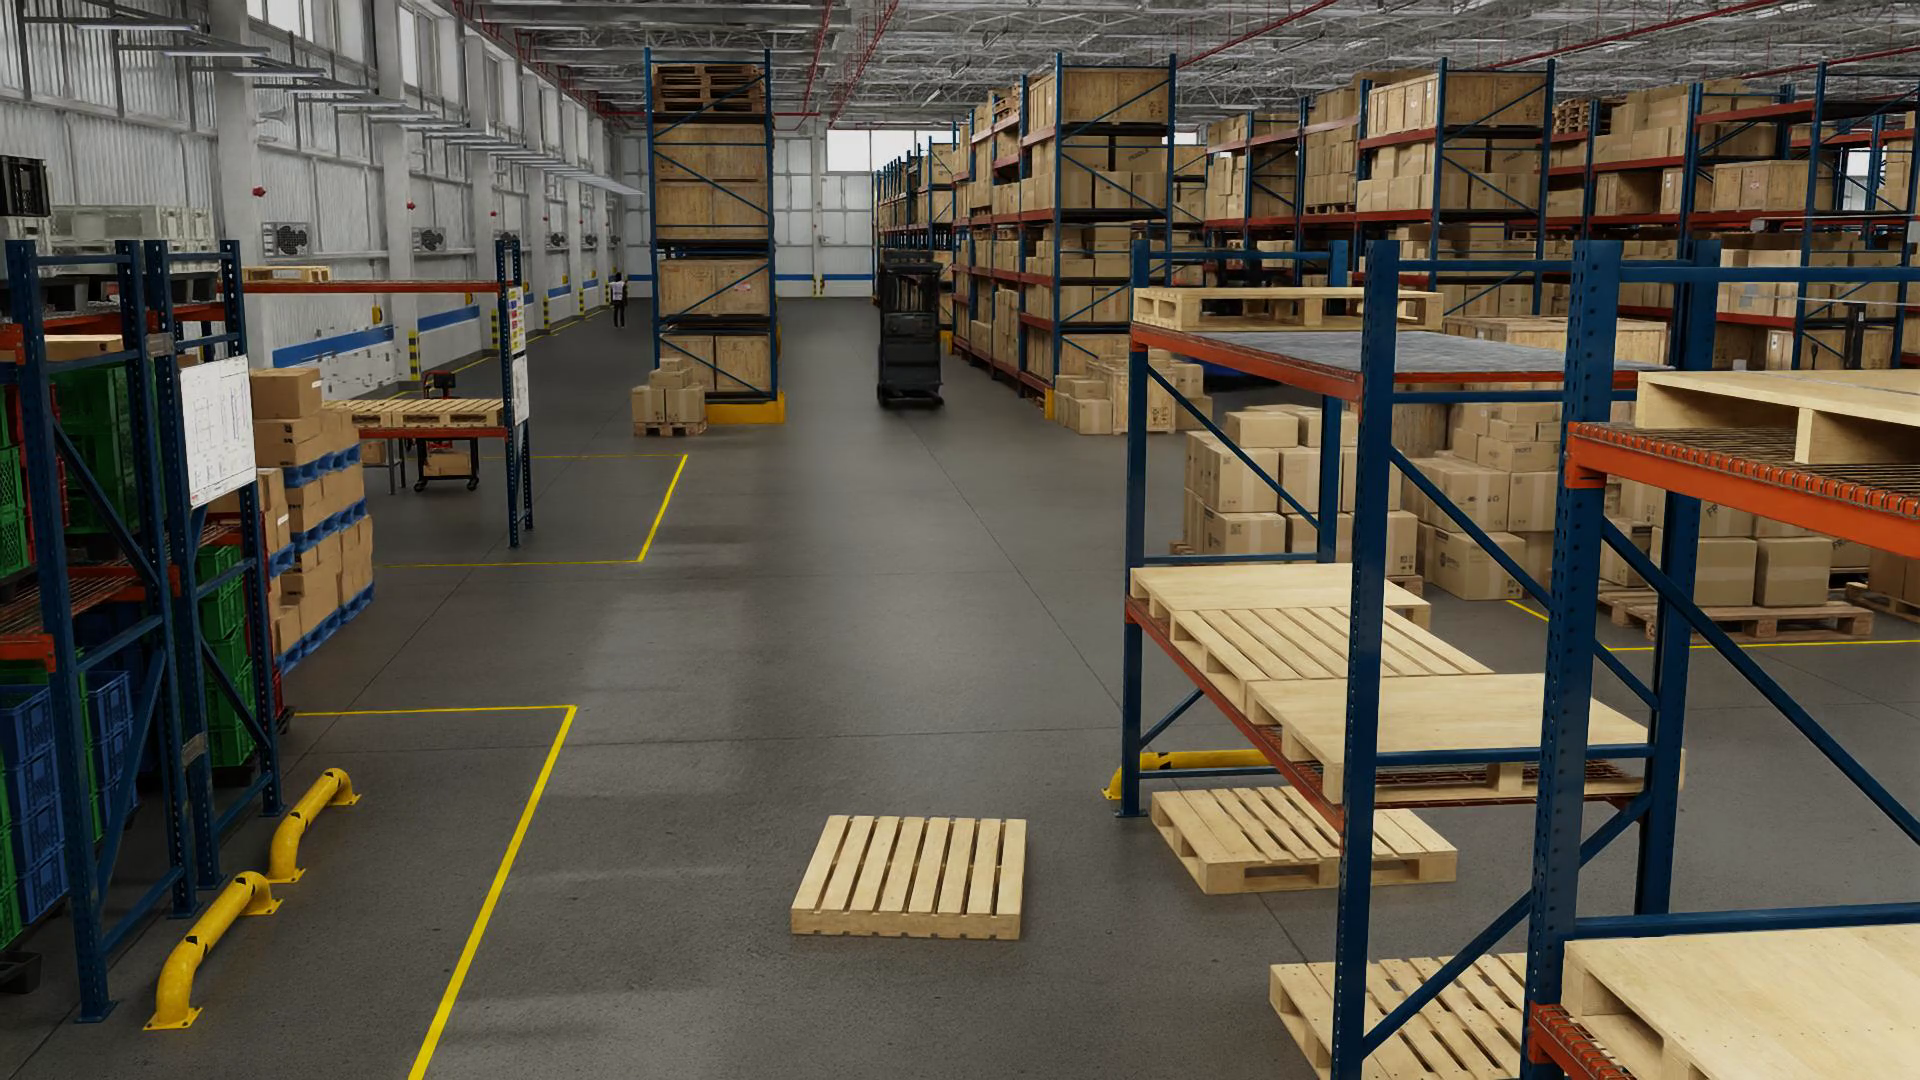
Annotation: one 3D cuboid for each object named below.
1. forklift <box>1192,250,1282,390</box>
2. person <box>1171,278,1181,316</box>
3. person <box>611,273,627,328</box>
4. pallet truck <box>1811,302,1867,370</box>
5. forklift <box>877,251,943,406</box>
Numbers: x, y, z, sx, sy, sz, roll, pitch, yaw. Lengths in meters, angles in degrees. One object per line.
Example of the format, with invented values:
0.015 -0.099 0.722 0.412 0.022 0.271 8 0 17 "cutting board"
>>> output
5.681 -4.534 34.054 1.129 2.768 1.873 9 13 40 "forklift"
5.909 -6.118 45.293 1.018 2.005 0.621 -2 10 -10 "person"
-11.779 -8.254 57.412 0.626 1.905 0.408 4 11 19 "person"
15.846 -3.142 28.793 1.885 1.965 0.823 2 10 12 "pallet truck"
-0.961 -3.956 30.853 1.129 2.768 1.873 -1 10 -6 "forklift"
